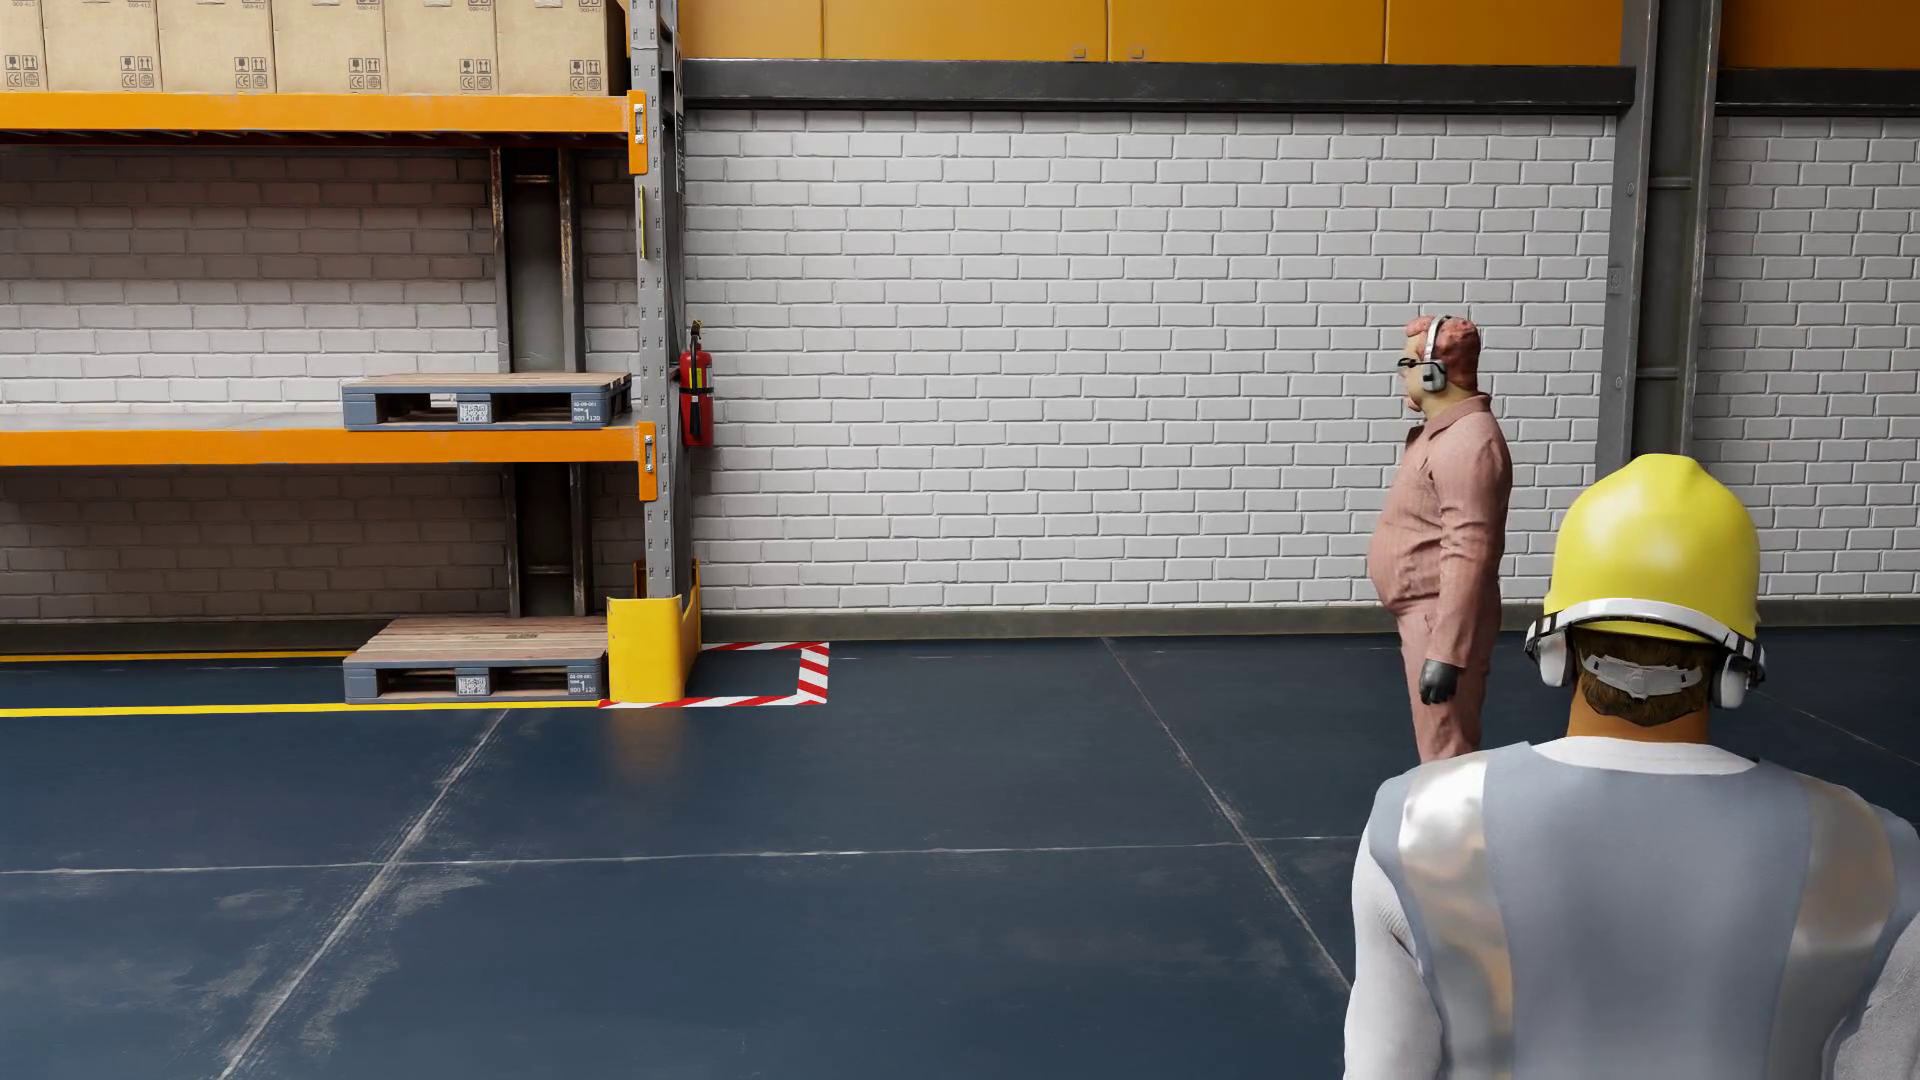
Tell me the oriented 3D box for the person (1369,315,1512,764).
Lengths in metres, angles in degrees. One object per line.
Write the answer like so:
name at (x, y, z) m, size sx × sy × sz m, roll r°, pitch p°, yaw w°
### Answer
person at (1.445, 0.273, 5.073) m, size 0.399 × 1.904 × 0.644 m, roll 2°, pitch 9°, yaw 14°

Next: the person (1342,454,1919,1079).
person at (0.727, 0.818, 1.872) m, size 0.593 × 1.833 × 0.404 m, roll 3°, pitch 9°, yaw 15°
